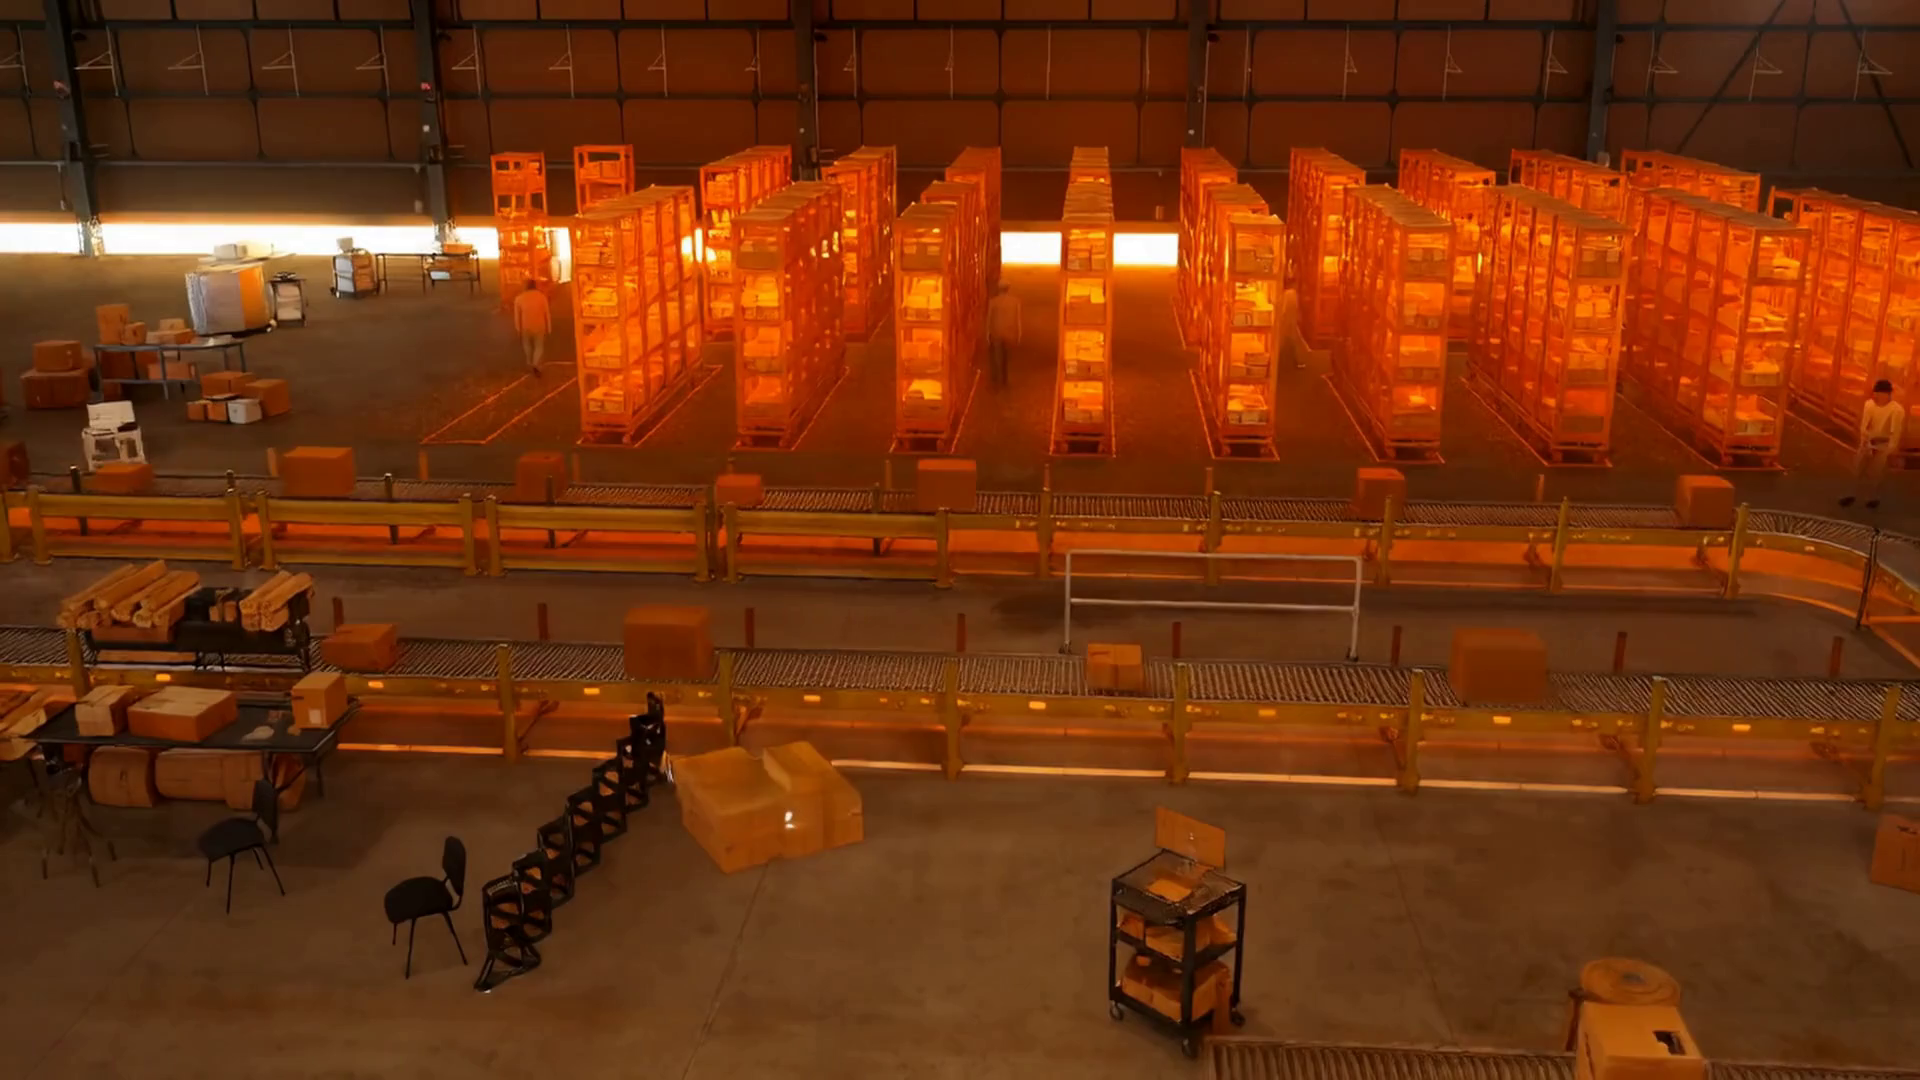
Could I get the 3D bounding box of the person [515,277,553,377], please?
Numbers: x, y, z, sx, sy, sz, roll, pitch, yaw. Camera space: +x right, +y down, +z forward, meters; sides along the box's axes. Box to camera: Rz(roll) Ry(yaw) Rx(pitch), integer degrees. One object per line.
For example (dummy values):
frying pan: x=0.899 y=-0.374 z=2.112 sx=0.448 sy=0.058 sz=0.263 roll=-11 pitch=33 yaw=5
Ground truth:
person: x=-7.974 y=-3.951 z=31.028 sx=0.676 sy=1.874 sz=0.676 roll=3 pitch=18 yaw=9

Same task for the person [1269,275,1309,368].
person: x=6.257 y=-4.177 z=31.863 sx=0.886 sy=1.813 sz=0.576 roll=2 pitch=18 yaw=7

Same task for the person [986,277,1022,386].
person: x=0.811 y=-3.845 z=30.521 sx=0.664 sy=1.968 sz=0.726 roll=0 pitch=17 yaw=-1

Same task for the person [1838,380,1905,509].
person: x=12.437 y=-1.277 z=22.660 sx=0.766 sy=1.803 sz=0.598 roll=-12 pitch=21 yaw=-33
